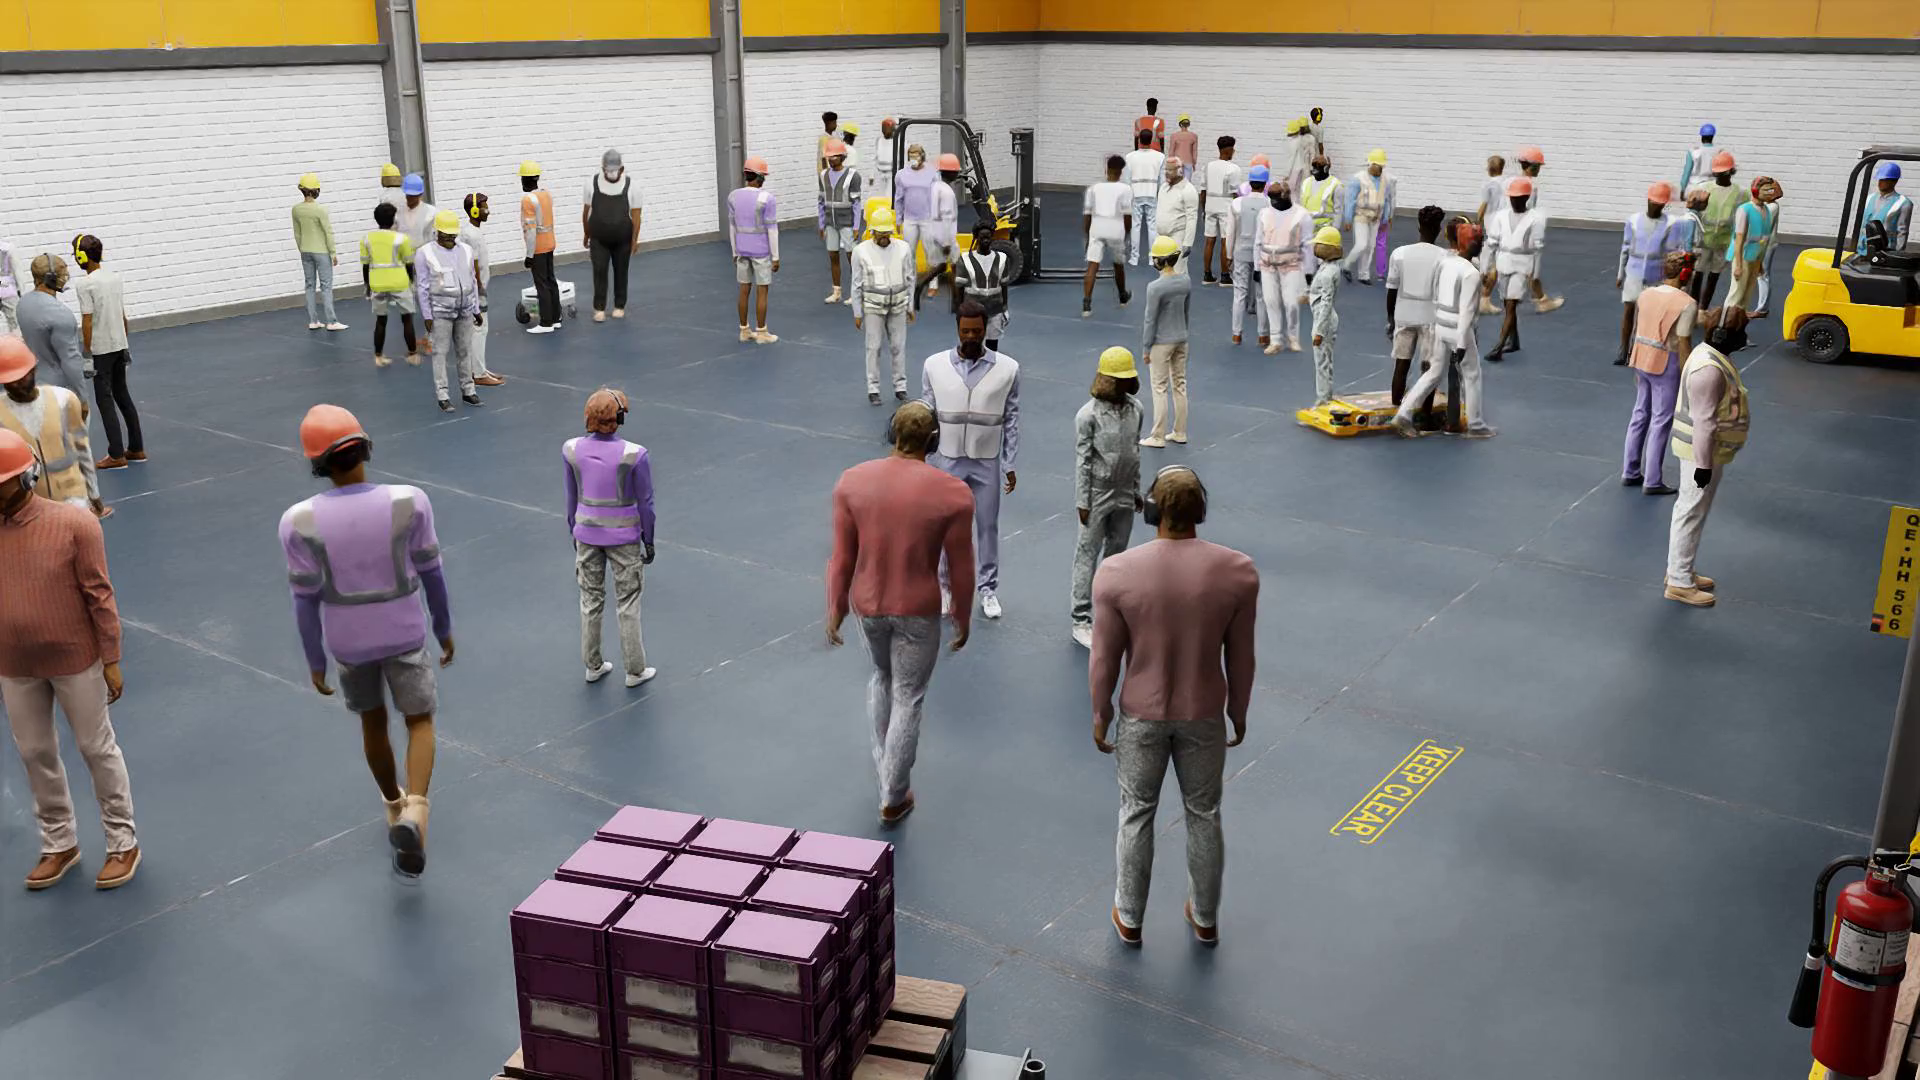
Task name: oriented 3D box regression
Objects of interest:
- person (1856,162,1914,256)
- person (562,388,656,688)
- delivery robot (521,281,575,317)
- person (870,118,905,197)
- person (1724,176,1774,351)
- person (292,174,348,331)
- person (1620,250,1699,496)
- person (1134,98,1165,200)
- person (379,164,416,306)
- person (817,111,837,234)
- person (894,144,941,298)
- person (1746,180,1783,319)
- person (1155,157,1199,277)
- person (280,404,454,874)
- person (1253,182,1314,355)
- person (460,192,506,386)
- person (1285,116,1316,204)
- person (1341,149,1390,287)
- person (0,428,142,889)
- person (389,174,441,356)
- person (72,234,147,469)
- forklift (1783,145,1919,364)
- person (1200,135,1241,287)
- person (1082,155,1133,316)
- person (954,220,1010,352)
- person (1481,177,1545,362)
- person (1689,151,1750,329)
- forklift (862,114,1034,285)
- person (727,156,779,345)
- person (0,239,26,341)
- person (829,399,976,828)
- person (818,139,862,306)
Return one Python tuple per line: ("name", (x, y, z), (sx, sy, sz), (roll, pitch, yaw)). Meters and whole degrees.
("person", (10.094, -3.167, 18.310), (0.391, 1.949, 0.602), (-8, 19, -23))
("person", (-1.873, -0.002, 8.930), (0.509, 1.629, 0.316), (4, 18, 12))
("delivery robot", (-4.826, -2.877, 19.506), (0.477, 0.478, 0.707), (6, 19, 18))
("person", (-1.126, -5.971, 27.245), (0.600, 1.859, 0.817), (10, 20, 29))
("person", (8.460, -2.979, 17.885), (0.563, 1.847, 0.388), (-15, 23, -39))
("person", (-7.301, -3.259, 18.894), (0.525, 1.769, 0.308), (7, 19, 20))
("person", (5.250, -1.252, 12.505), (0.383, 1.836, 0.563), (-5, 18, -15))
("person", (3.547, -7.264, 31.098), (0.614, 1.962, 0.366), (10, 20, 27))
("person", (-6.921, -3.750, 20.488), (0.320, 1.737, 0.487), (12, 21, 33))
("person", (-2.139, -5.970, 27.050), (0.362, 1.963, 0.613), (1, 18, 3))
("person", (-0.524, -4.044, 21.098), (0.637, 1.926, 0.367), (5, 18, 14))
("person", (9.523, -3.439, 19.687), (0.289, 1.629, 0.501), (10, 20, 28))
("person", (2.473, -3.505, 19.439), (0.408, 1.905, 0.653), (-10, 21, -30))
("person", (-2.458, 0.424, 6.986), (0.627, 2.012, 0.867), (-5, 18, -16))
("person", (3.427, -2.875, 17.633), (0.669, 1.812, 0.461), (11, 21, 32))
("person", (-4.660, -2.426, 16.144), (0.324, 1.862, 0.511), (-6, 19, -17))
("person", (6.018, -6.603, 29.417), (0.503, 1.733, 0.347), (16, 23, 40))
("person", (5.364, -4.227, 21.865), (0.594, 1.811, 0.487), (-10, 20, -28))
("person", (-3.757, 0.496, 6.812), (0.627, 1.980, 0.410), (-1, 18, -5))
("person", (-5.702, -2.946, 17.711), (0.633, 1.902, 0.708), (3, 18, 11))
("person", (-6.800, -1.493, 13.234), (0.330, 1.854, 0.531), (3, 18, 9))
("forklift", (9.803, -2.879, 17.013), (2.313, 2.155, 1.214), (12, 21, 33))
("person", (3.452, -4.344, 21.962), (0.613, 1.963, 0.361), (16, 24, 41))
("person", (1.792, -3.676, 20.059), (0.619, 1.854, 1.155), (8, 19, 23))
("person", (0.211, -2.119, 15.439), (0.533, 1.697, 0.319), (-5, 18, -16))
("person", (5.767, -2.840, 17.400), (0.971, 1.885, 0.560), (-16, 24, -40))
("person", (8.539, -3.368, 18.832), (0.661, 2.026, 0.468), (6, 19, 18))
("forklift", (-0.171, -4.594, 22.377), (2.313, 2.155, 1.214), (1, 18, 3))
("person", (-2.216, -3.143, 18.115), (0.611, 2.030, 0.410), (10, 20, 28))
("person", (-9.513, -2.411, 16.462), (0.524, 1.634, 0.324), (-5, 18, -15))
("person", (-0.238, 0.304, 7.529), (0.641, 1.900, 0.769), (5, 18, 15))
("person", (-1.495, -3.899, 20.476), (0.607, 2.036, 0.409), (10, 20, 28))
